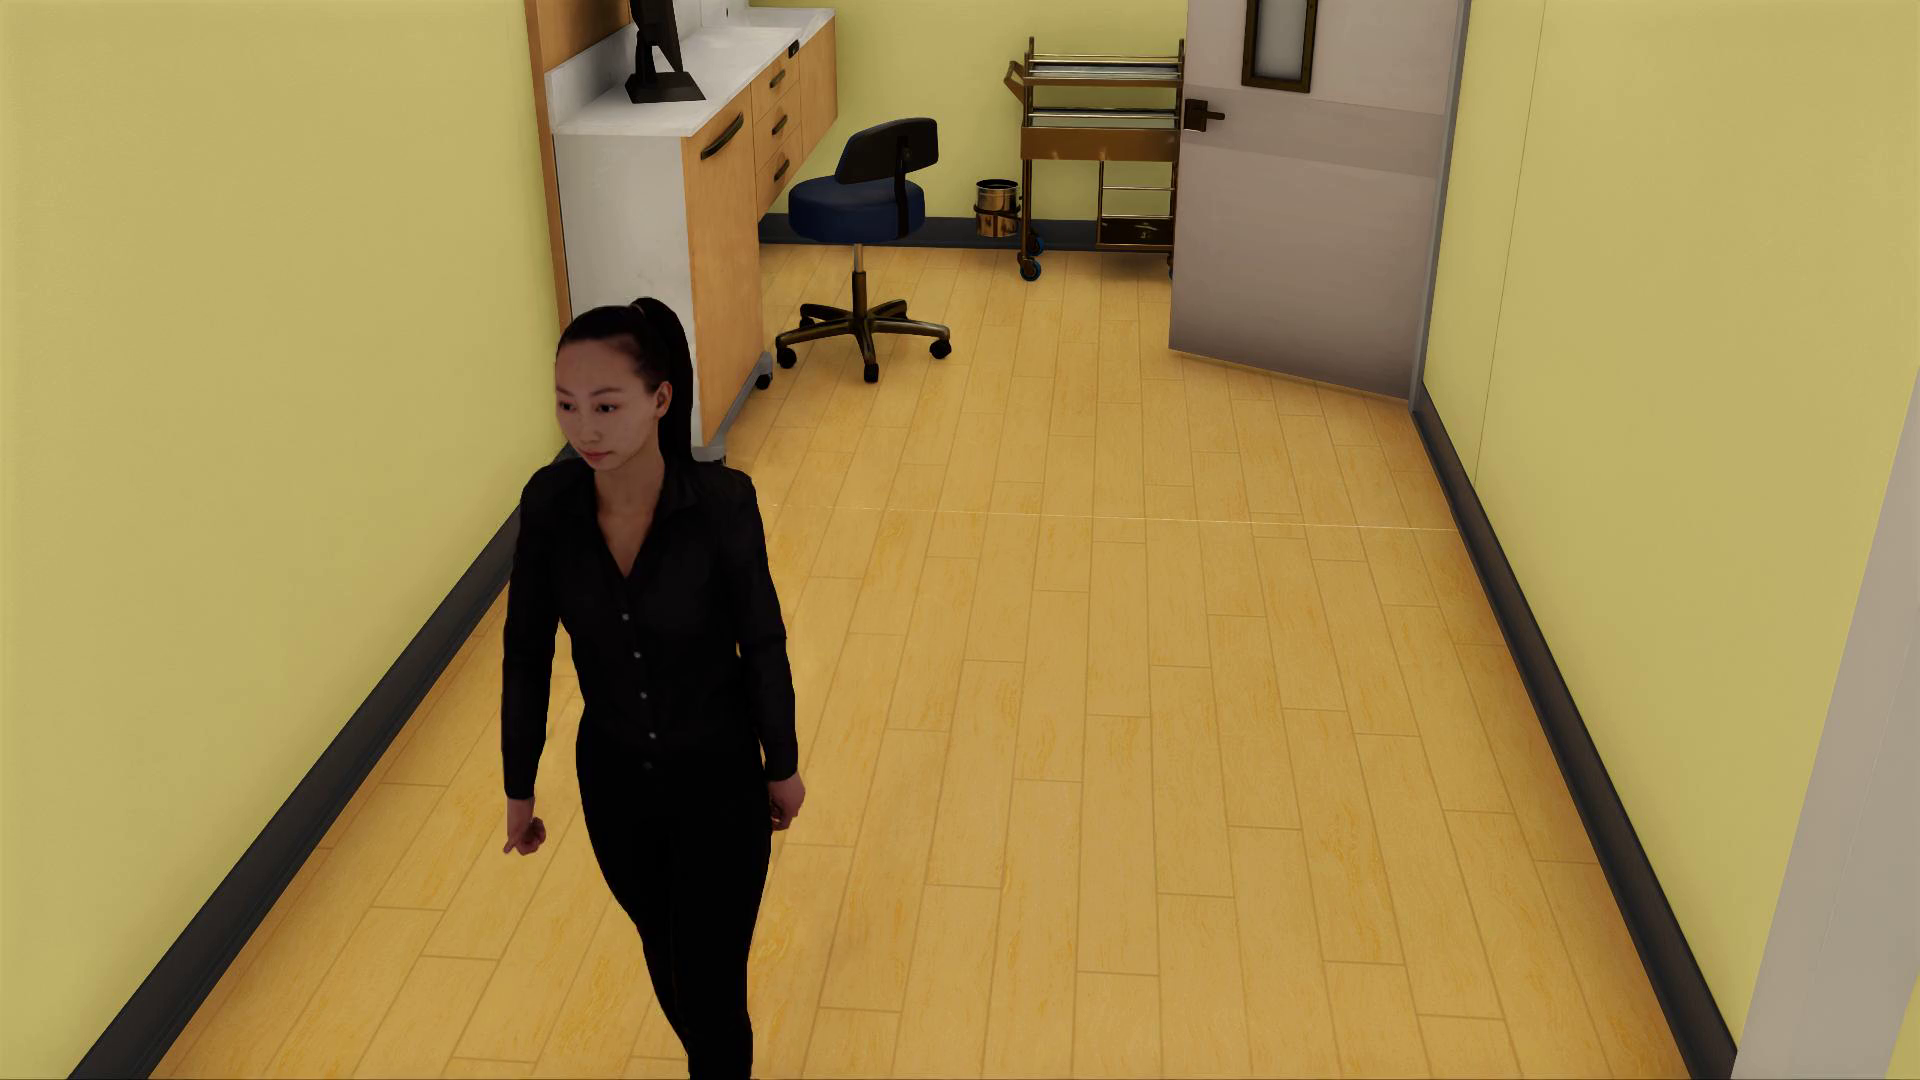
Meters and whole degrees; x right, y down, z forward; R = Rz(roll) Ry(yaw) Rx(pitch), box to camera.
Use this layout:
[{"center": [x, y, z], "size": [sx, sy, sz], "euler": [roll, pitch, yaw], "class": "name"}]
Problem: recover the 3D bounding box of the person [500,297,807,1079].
[{"center": [-0.475, 0.396, 2.862], "size": [0.650, 1.693, 0.702], "euler": [4, 26, 8], "class": "person"}]
